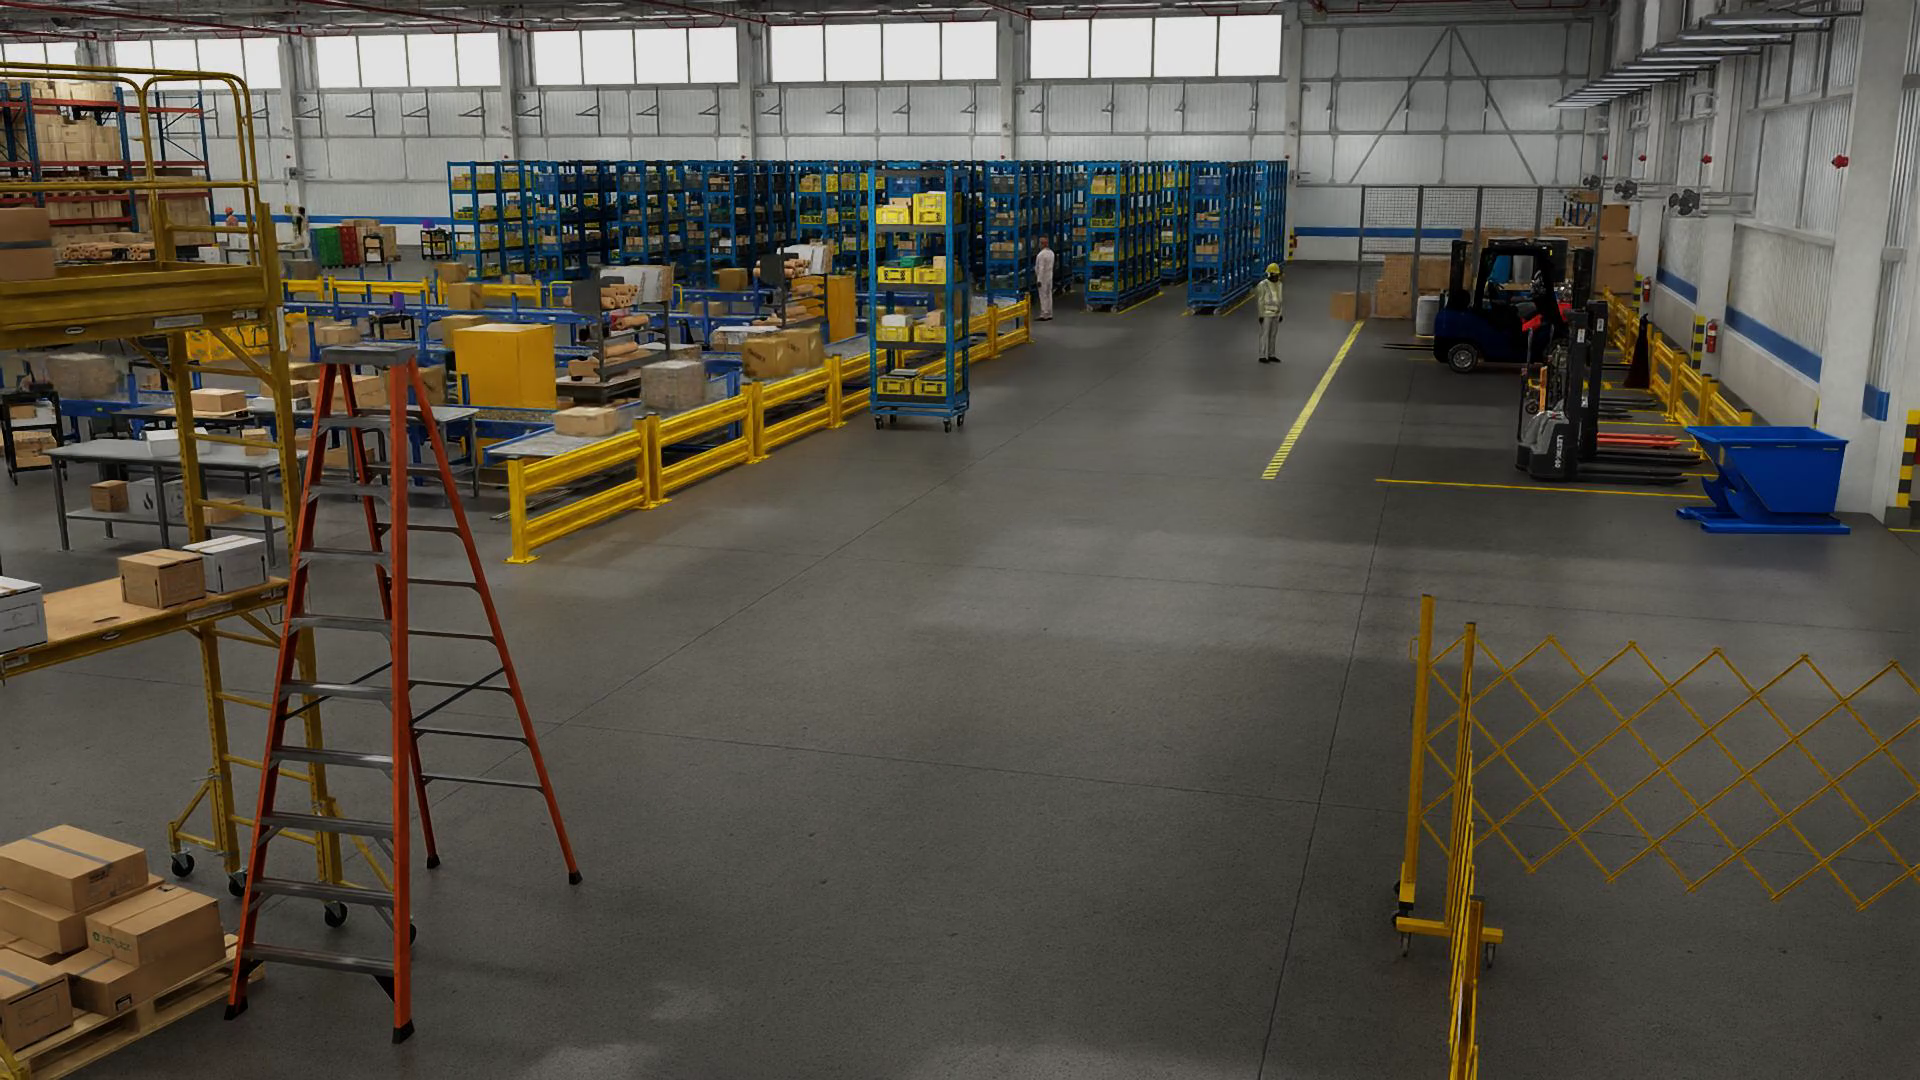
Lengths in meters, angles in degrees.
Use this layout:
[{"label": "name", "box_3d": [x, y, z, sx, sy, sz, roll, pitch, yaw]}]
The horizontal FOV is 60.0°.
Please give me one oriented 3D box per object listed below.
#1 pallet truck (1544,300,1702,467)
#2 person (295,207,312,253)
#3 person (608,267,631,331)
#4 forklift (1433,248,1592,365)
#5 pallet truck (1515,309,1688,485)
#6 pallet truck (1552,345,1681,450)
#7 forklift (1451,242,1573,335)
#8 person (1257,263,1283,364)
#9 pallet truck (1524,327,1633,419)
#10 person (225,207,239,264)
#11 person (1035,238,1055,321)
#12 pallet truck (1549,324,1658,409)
[{"label": "pallet truck", "box_3d": [8.263, -1.952, 20.631, 1.885, 1.965, 0.823, 5, 14, 20]}, {"label": "person", "box_3d": [-25.619, -12.048, 64.642, 0.733, 1.814, 0.622, -3, 13, -12]}, {"label": "person", "box_3d": [-6.208, -4.093, 30.384, 0.534, 1.767, 0.314, 8, 16, 32]}, {"label": "forklift", "box_3d": [9.780, -4.111, 29.280, 2.680, 1.987, 1.157, 3, 13, 14]}, {"label": "pallet truck", "box_3d": [7.554, -1.677, 19.446, 1.885, 1.965, 0.823, 3, 13, 14]}, {"label": "pallet truck", "box_3d": [8.641, -1.896, 21.908, 1.630, 1.274, 0.653, 4, 14, 16]}, {"label": "forklift", "box_3d": [10.464, -4.597, 31.405, 2.680, 1.987, 1.157, 4, 14, 16]}, {"label": "person", "box_3d": [5.711, -4.155, 30.509, 0.603, 1.830, 0.404, -10, 16, -37]}, {"label": "pallet truck", "box_3d": [9.065, -2.460, 24.370, 1.522, 1.261, 0.704, 3, 13, 14]}, {"label": "person", "box_3d": [-25.595, -10.711, 58.508, 0.408, 1.986, 0.608, 2, 13, 9]}, {"label": "person", "box_3d": [1.926, -6.007, 38.359, 0.399, 1.903, 0.643, 7, 15, 28]}, {"label": "pallet truck", "box_3d": [9.824, -2.669, 25.407, 1.601, 1.201, 0.680, 4, 14, 16]}]
